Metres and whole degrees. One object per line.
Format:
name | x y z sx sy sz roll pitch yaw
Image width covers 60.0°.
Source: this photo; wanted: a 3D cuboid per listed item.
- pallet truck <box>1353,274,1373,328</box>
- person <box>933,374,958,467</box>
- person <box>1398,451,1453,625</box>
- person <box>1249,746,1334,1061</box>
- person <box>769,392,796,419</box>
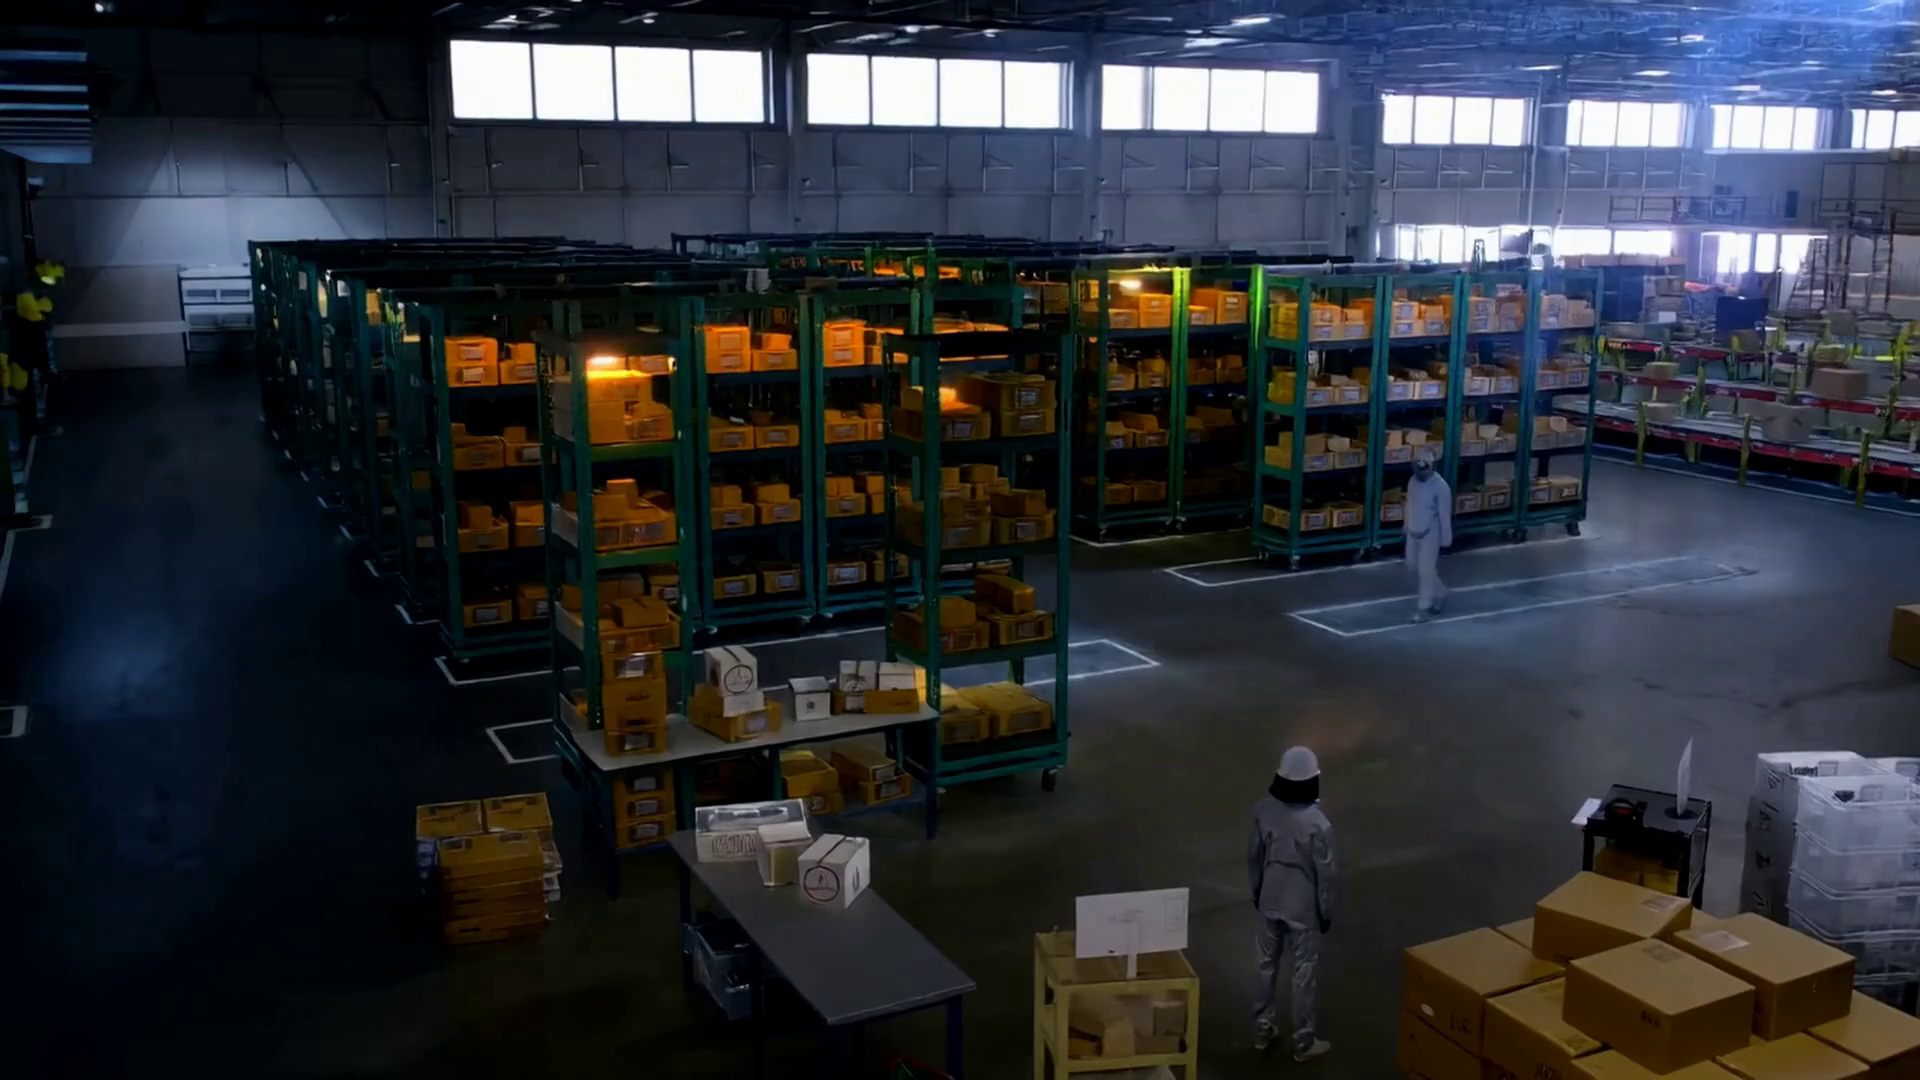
pallet truck | 13.011 -8.050 55.243 0.823 1.965 1.885 -7 14 -28
person | -0.229 -1.498 24.671 0.620 1.979 0.640 7 14 29
person | 5.113 -0.047 18.096 0.676 1.874 0.676 -5 13 -22
person | 1.805 1.956 9.036 0.484 1.745 0.297 9 15 37
person | -3.169 -2.540 29.892 0.575 1.822 0.811 -5 13 -22
